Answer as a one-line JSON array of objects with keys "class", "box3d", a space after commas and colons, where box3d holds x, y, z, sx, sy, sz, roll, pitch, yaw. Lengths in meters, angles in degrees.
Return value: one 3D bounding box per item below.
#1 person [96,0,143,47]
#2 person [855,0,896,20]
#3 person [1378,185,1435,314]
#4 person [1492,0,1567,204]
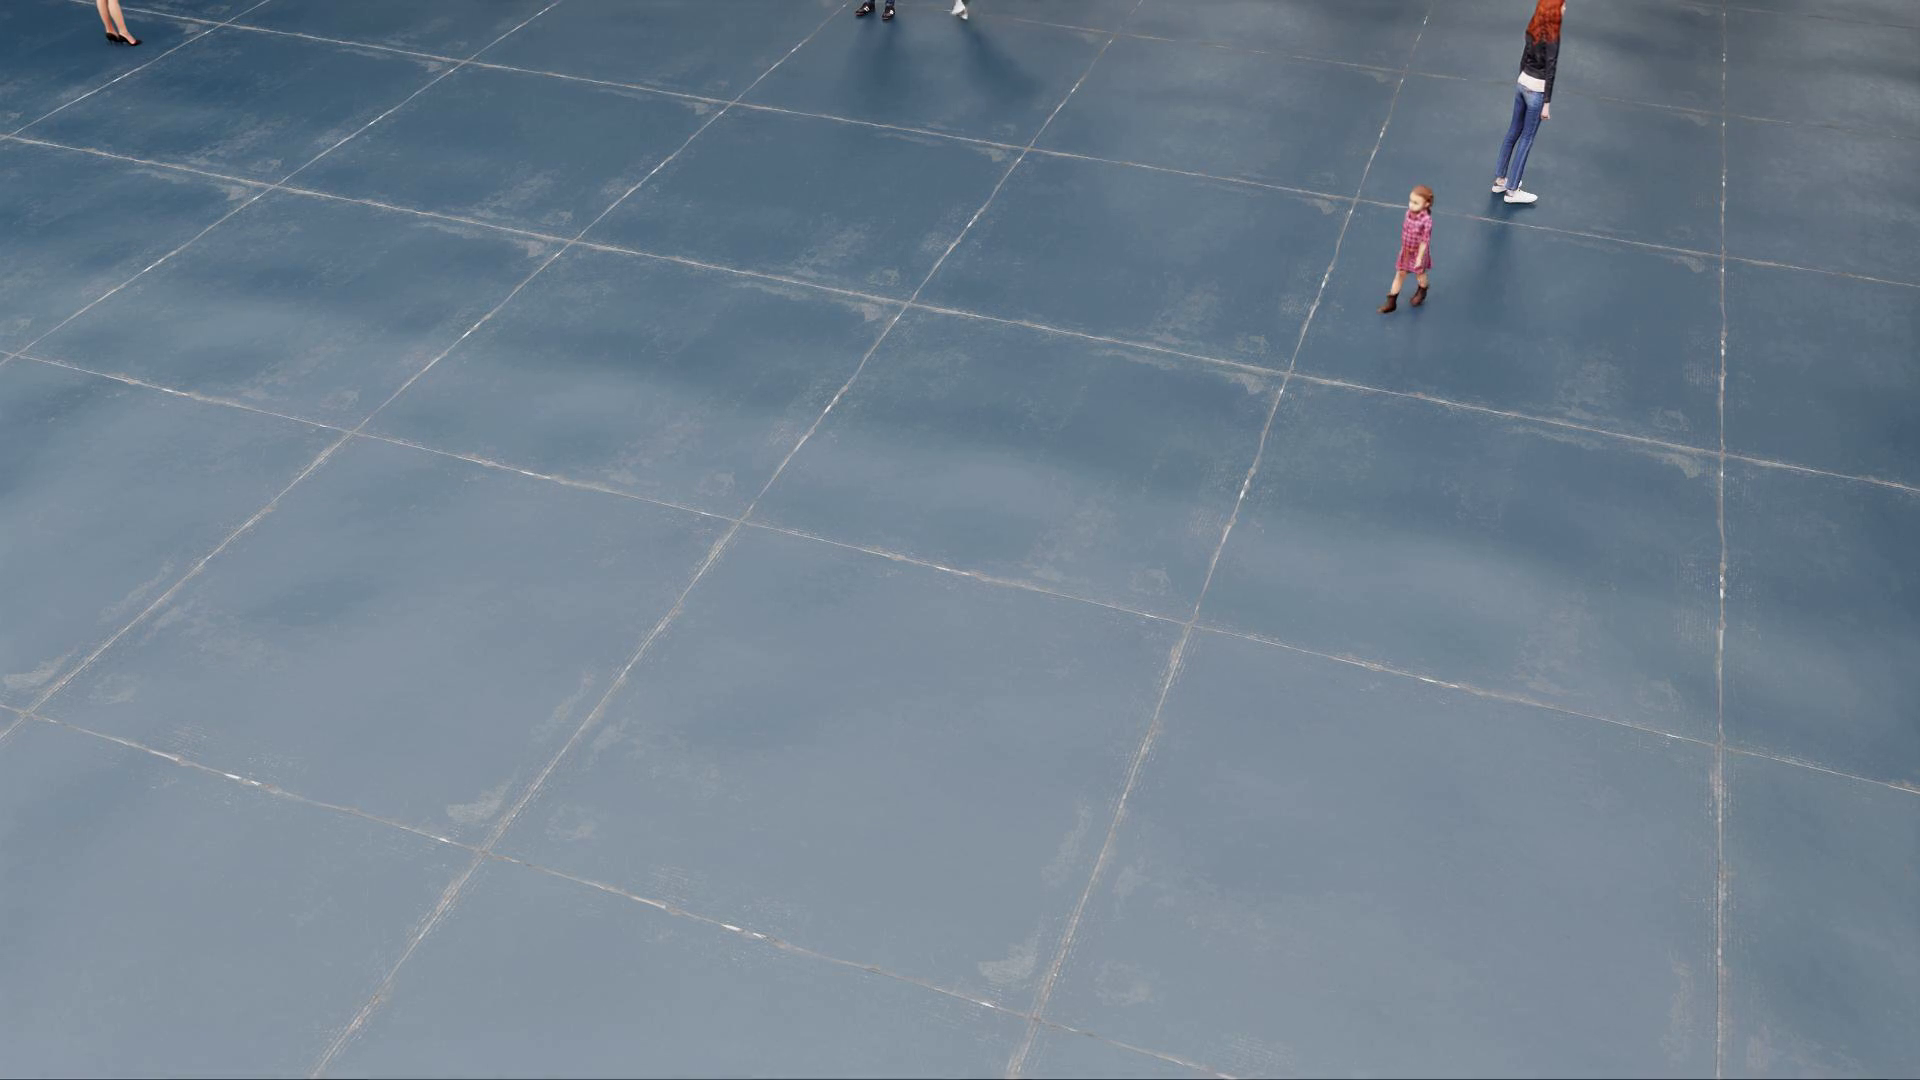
[{"class": "person", "box3d": [-8.673, -5.788, 16.723, 0.597, 1.645, 0.537, 20, 42, 24]}, {"class": "person", "box3d": [-0.862, -6.415, 17.344, 0.642, 1.866, 0.562, 15, 41, 19]}, {"class": "person", "box3d": [3.507, -2.224, 12.684, 0.784, 1.007, 0.643, -26, 45, -29]}, {"class": "person", "box3d": [4.801, -3.722, 13.966, 0.721, 1.787, 0.619, -7, 39, -9]}]
